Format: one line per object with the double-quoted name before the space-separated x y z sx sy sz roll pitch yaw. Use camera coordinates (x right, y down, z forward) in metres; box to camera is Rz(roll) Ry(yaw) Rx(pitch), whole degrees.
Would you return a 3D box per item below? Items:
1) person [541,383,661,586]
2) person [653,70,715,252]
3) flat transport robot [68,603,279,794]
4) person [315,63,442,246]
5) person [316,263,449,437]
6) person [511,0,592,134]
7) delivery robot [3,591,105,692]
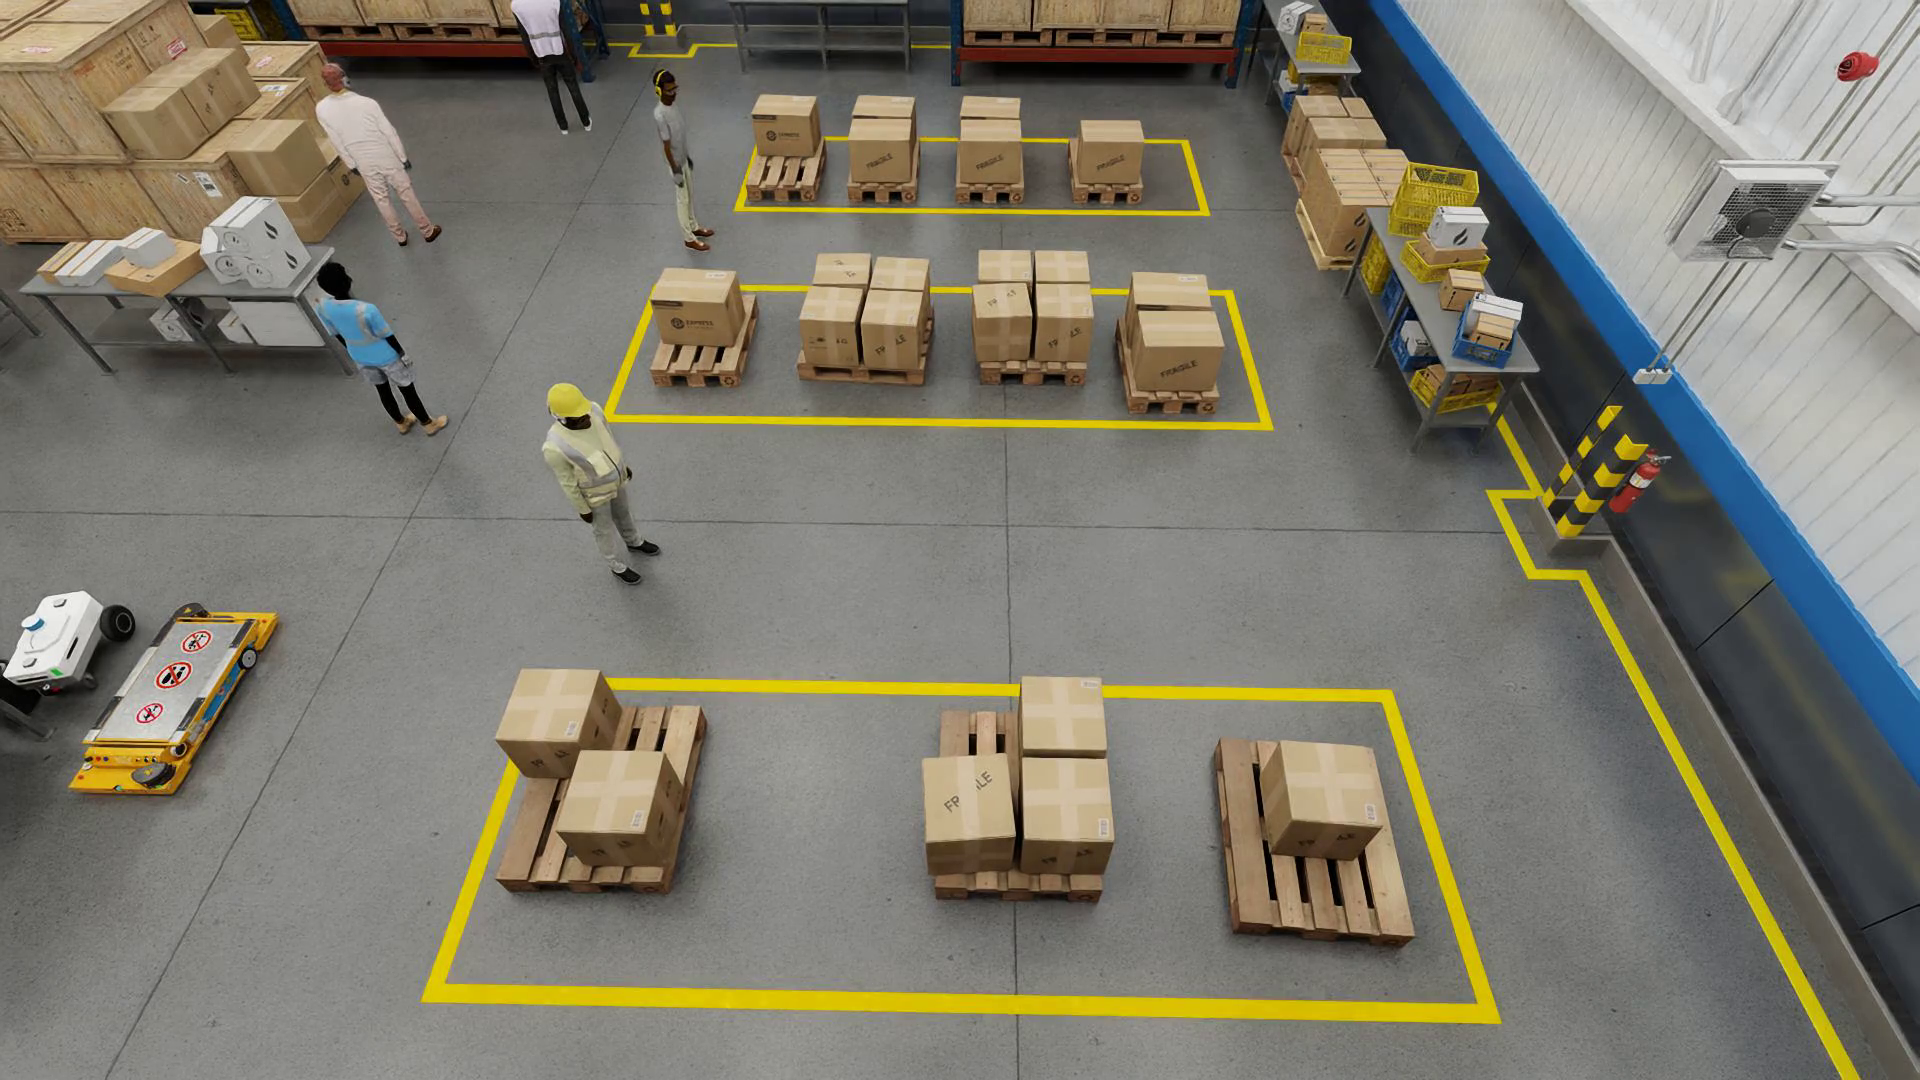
"person" -2.612 -0.412 6.682 0.403 1.833 0.586 13 51 11
"person" -2.950 -3.991 9.693 0.330 1.861 0.518 1 50 1
"flat transport robot" -5.504 1.072 6.442 0.652 0.197 1.431 1 50 1
"person" -6.179 -4.043 9.710 0.639 1.903 0.409 -9 50 -8
"person" -4.922 -1.573 7.752 0.541 1.695 0.315 6 50 5
"person" -5.093 -6.070 11.423 0.585 1.910 0.388 -14 51 -11
"delivery robot" -6.412 0.716 6.500 0.477 0.478 0.707 -10 50 -8
